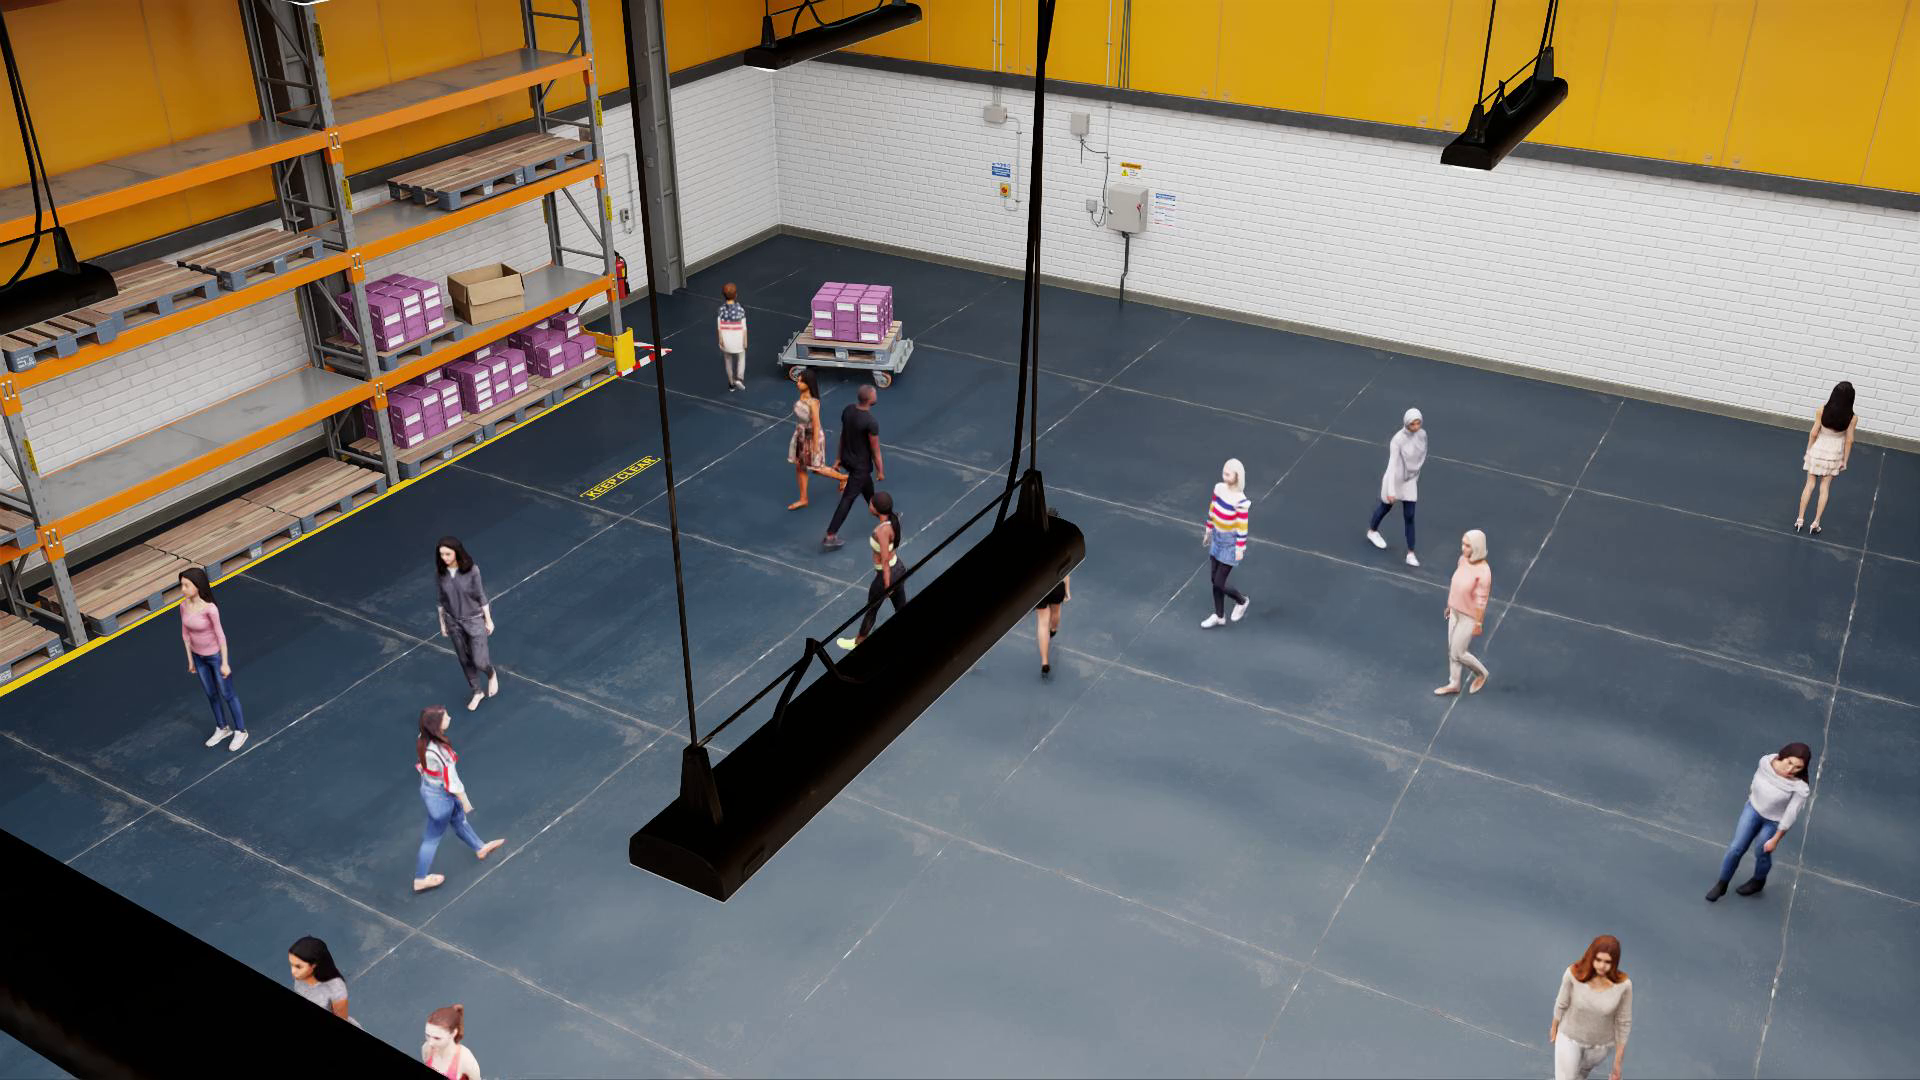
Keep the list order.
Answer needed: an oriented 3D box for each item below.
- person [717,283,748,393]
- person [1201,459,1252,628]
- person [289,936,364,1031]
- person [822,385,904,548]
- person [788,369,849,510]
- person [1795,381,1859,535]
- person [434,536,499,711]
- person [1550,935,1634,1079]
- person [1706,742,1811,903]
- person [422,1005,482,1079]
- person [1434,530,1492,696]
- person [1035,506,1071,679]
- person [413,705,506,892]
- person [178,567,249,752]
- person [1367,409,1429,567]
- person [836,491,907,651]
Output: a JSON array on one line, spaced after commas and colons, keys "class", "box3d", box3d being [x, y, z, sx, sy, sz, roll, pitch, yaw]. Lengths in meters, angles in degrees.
[{"class": "person", "box3d": [-2.894, -2.541, 21.117, 0.684, 1.431, 0.758, -2, 29, -3]}, {"class": "person", "box3d": [2.627, 0.027, 16.024, 0.890, 1.799, 0.829, -14, 31, -24]}, {"class": "person", "box3d": [-3.826, 3.111, 10.407, 0.615, 1.764, 0.708, 12, 31, 21]}, {"class": "person", "box3d": [-1.147, -0.737, 17.463, 1.367, 1.762, 1.070, -19, 34, -31]}, {"class": "person", "box3d": [-1.581, -1.118, 18.302, 1.075, 1.626, 0.920, -15, 32, -25]}, {"class": "person", "box3d": [9.234, -0.882, 17.758, 0.585, 1.735, 0.527, 17, 33, 28]}, {"class": "person", "box3d": [-4.376, 0.689, 14.862, 0.748, 1.749, 0.785, 3, 29, 5]}, {"class": "person", "box3d": [3.968, 3.092, 10.540, 0.777, 1.670, 1.126, 7, 29, 12]}, {"class": "person", "box3d": [6.073, 2.087, 12.477, 0.935, 1.579, 0.870, -8, 30, -15]}, {"class": "person", "box3d": [-2.943, 3.406, 9.916, 0.551, 1.716, 1.135, 16, 32, 27]}, {"class": "person", "box3d": [4.628, 0.651, 14.967, 0.845, 1.716, 0.786, -6, 29, -12]}, {"class": "person", "box3d": [0.808, 0.511, 15.346, 0.894, 1.598, 1.148, 1, 29, 3]}, {"class": "person", "box3d": [-4.042, 1.990, 12.667, 1.093, 1.568, 0.855, -20, 35, -33]}, {"class": "person", "box3d": [-6.437, 1.005, 14.291, 0.607, 1.742, 0.556, 10, 30, 18]}, {"class": "person", "box3d": [4.527, -0.626, 17.292, 1.140, 1.730, 1.151, -12, 31, -22]}, {"class": "person", "box3d": [-0.571, 0.370, 15.480, 0.815, 1.717, 1.026, 8, 30, 14]}]
